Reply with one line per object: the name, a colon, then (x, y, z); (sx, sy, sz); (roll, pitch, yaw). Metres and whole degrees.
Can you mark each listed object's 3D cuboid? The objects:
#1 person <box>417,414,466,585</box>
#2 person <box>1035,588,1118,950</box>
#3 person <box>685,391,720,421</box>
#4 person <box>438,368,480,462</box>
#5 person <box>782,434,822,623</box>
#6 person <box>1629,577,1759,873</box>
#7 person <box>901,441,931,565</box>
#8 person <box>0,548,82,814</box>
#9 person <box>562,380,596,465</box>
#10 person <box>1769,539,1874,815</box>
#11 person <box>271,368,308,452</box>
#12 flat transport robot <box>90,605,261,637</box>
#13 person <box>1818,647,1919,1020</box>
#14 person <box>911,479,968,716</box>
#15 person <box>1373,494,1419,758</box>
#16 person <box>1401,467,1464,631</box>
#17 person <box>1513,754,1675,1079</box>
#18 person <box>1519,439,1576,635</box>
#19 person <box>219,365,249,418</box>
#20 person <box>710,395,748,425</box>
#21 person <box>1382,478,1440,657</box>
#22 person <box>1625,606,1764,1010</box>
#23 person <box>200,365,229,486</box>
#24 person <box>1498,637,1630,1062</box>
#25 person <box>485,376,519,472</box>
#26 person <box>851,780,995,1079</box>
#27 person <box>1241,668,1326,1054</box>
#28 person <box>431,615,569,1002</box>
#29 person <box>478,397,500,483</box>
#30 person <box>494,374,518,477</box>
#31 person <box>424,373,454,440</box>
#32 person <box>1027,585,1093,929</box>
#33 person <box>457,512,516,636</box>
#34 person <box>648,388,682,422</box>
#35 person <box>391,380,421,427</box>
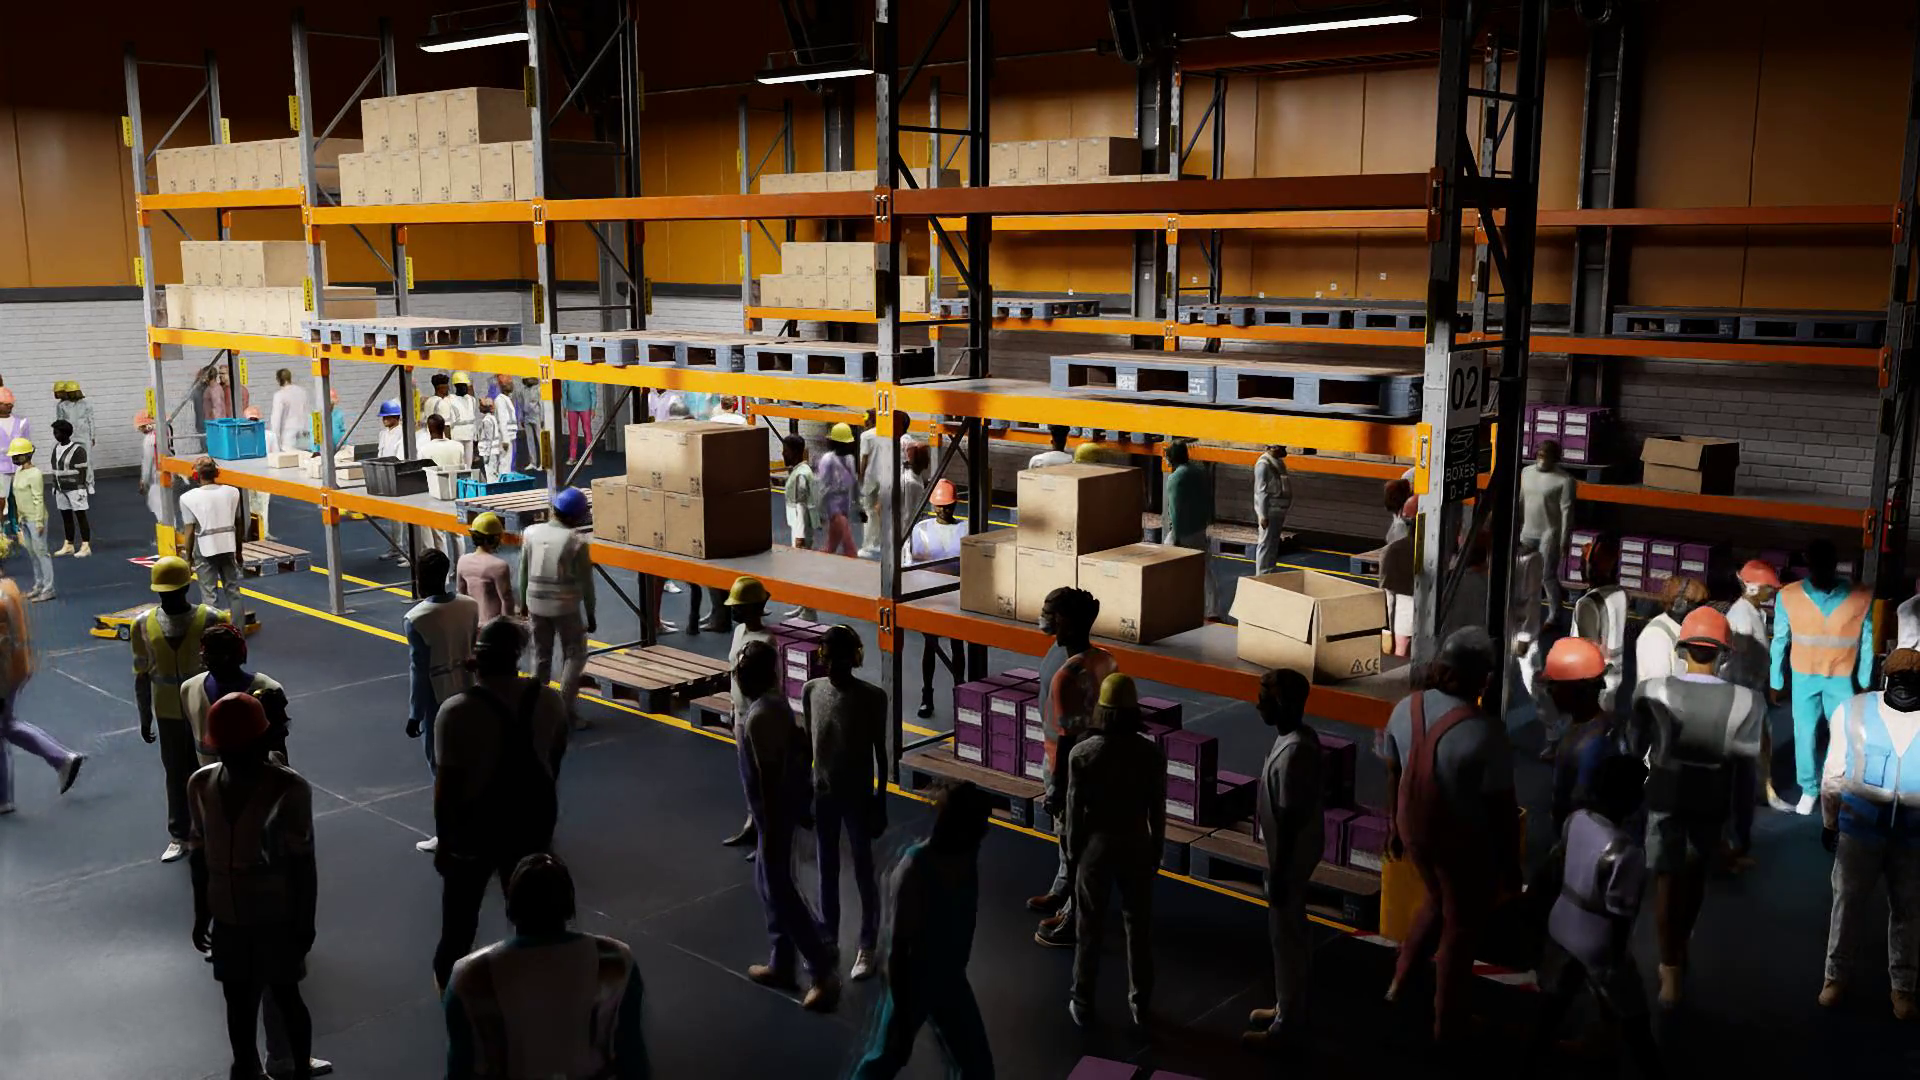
person: (-5.781, -0.455, 18.612); (0.371, 1.915, 0.597); (7, 12, 34)
person: (0.629, 1.225, 8.976); (0.368, 1.966, 0.603); (5, 11, 26)
person: (-3.922, -1.677, 25.164); (0.616, 2.041, 0.380); (4, 11, 22)
person: (-8.773, -2.387, 29.190); (0.674, 2.000, 0.535); (4, 11, 20)
person: (-1.586, -0.116, 16.725); (0.379, 1.910, 0.600); (-2, 10, -10)
person: (4.359, 1.118, 10.091); (0.634, 1.795, 0.935); (-7, 12, -36)
person: (-0.461, -0.053, 16.476); (0.437, 1.866, 0.599); (0, 10, 1)
person: (-6.327, 0.885, 11.042); (0.673, 1.909, 0.609); (-4, 11, -21)
person: (-6.584, -2.287, 28.742); (0.610, 1.997, 0.375); (1, 10, 5)
person: (5.700, 0.905, 11.031); (0.630, 1.881, 0.492); (4, 11, 22)
person: (-10.280, -1.660, 25.385); (0.520, 1.927, 0.662); (3, 10, 17)
flat transport robot: (-7.614, 0.805, 16.143); (1.431, 0.197, 0.652); (3, 10, 14)
person: (4.570, 1.429, 8.177); (0.627, 1.844, 0.429); (5, 11, 25)
person: (-0.119, 0.466, 13.348); (0.551, 1.934, 0.373); (0, 10, -1)
person: (3.331, 0.635, 12.271); (0.621, 1.986, 0.410); (-6, 12, -32)
person: (4.624, -0.044, 16.322); (0.652, 1.906, 0.403); (0, 10, 0)
person: (2.792, 1.708, 7.138); (0.884, 1.638, 0.547); (-3, 10, -14)
person: (5.672, -0.047, 16.291); (0.436, 1.923, 0.702); (-8, 13, -38)
person: (-11.588, -1.823, 26.373); (0.639, 1.910, 0.406); (3, 10, 15)
person: (-3.052, -1.016, 22.024); (0.560, 1.836, 0.394); (5, 11, 25)
person: (3.818, 0.393, 14.004); (0.734, 1.859, 0.606); (4, 11, 24)
person: (3.669, 1.323, 8.377); (0.623, 1.994, 1.037); (3, 11, 17)
person: (-11.615, -1.756, 25.909); (0.372, 1.940, 0.630); (-5, 11, -27)
person: (2.787, 1.440, 7.635); (0.705, 2.007, 0.597); (1, 10, 6)
person: (-7.617, -2.070, 27.656); (0.601, 1.948, 0.386); (2, 10, 11)
person: (-0.103, 1.765, 6.504); (1.021, 1.773, 0.595); (8, 13, 37)
person: (1.538, 1.495, 7.818); (0.340, 1.839, 0.506); (3, 11, 18)
person: (-2.324, 1.323, 8.211); (0.742, 2.000, 0.882); (-9, 14, -42)
person: (-6.715, -1.220, 23.717); (0.306, 1.641, 0.523); (-2, 10, -11)
person: (-6.747, -1.520, 24.730); (0.338, 1.882, 0.583); (-1, 10, -8)
person: (-7.431, -1.405, 23.844); (0.361, 1.963, 0.614); (-9, 13, -42)
person: (0.588, 1.202, 9.184); (0.371, 1.941, 0.627); (-1, 10, -7)
person: (-3.594, 0.667, 12.724); (0.549, 1.760, 0.328); (5, 11, 28)
person: (-4.412, -1.547, 24.698); (0.605, 1.949, 0.400); (2, 10, 10)
person: (-8.048, -1.458, 24.453); (0.672, 1.865, 0.943); (-2, 10, -14)
